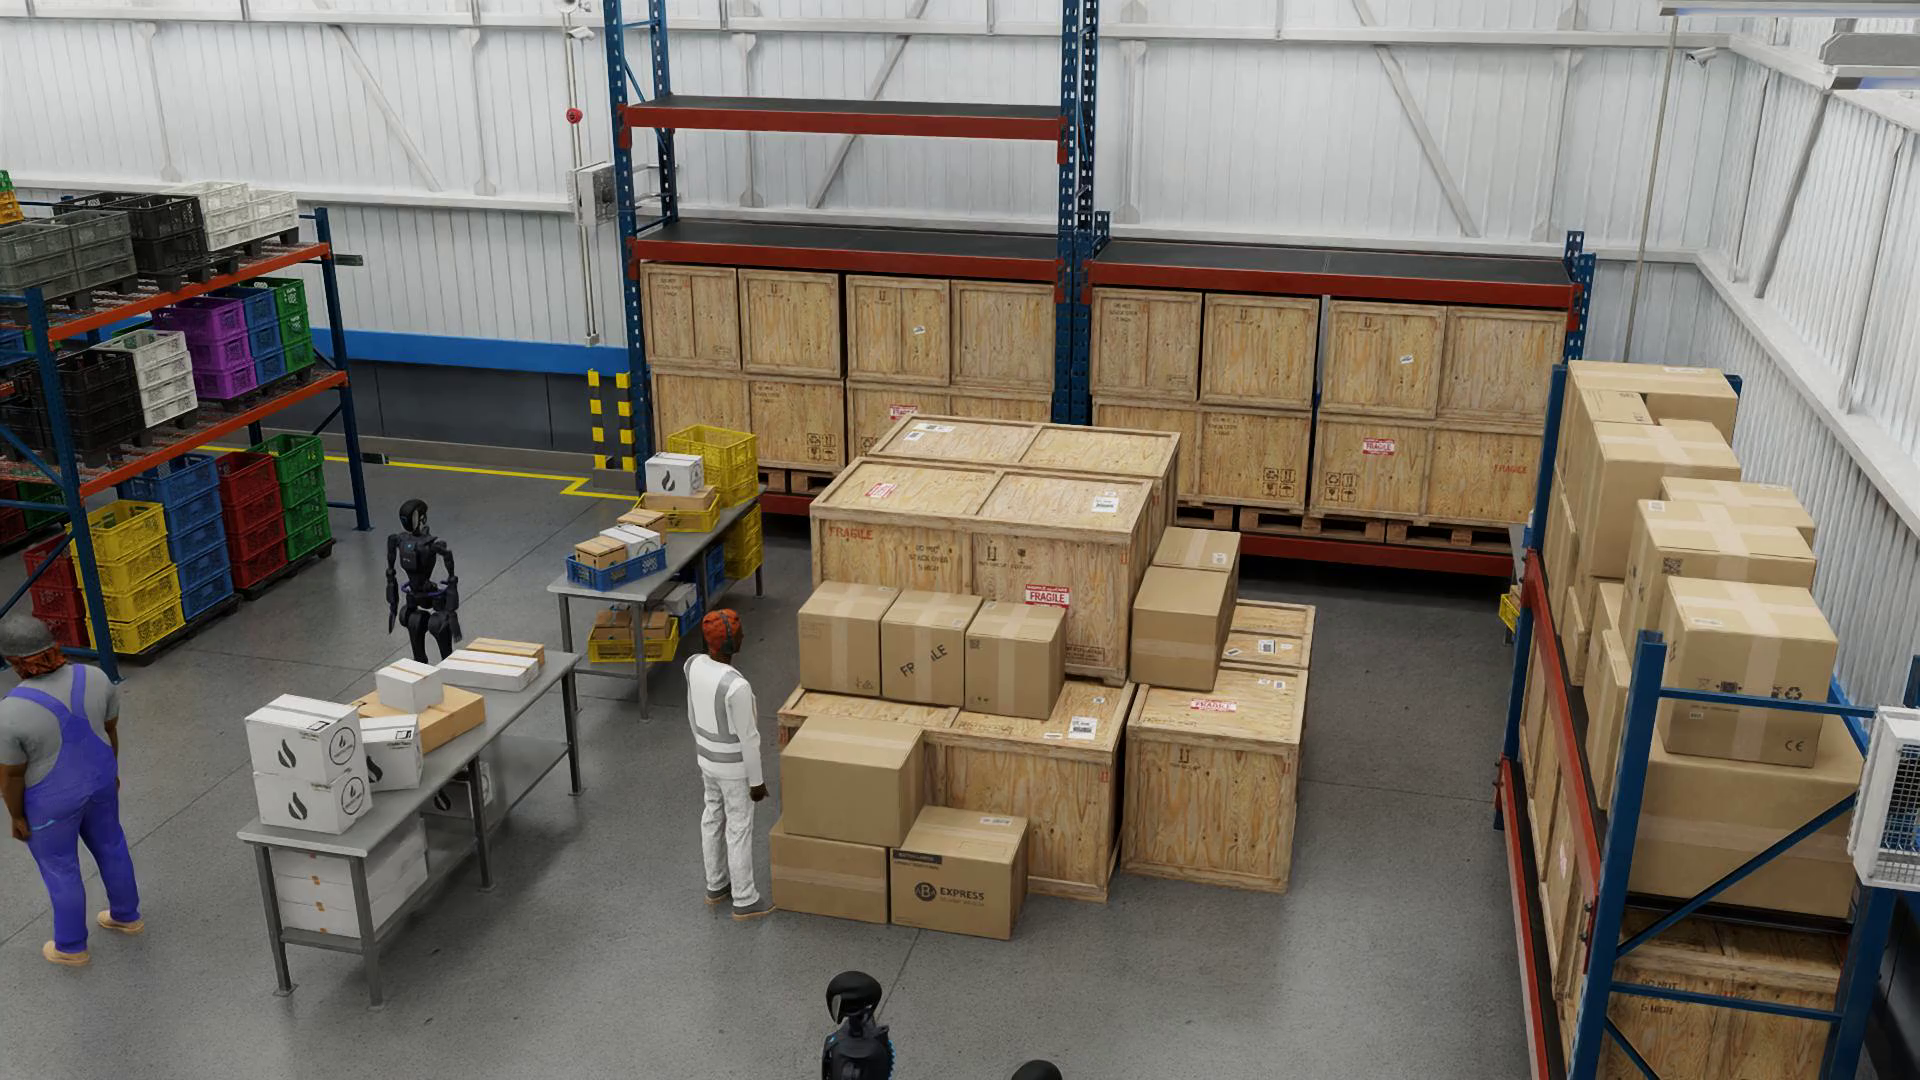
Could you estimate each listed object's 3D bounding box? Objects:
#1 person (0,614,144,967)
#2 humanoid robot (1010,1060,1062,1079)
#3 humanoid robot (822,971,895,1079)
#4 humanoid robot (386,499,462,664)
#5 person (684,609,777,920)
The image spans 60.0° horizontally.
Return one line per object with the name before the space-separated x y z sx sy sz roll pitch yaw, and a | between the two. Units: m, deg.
person | -4.914 1.335 9.073 0.536 2.000 0.679 11 23 26
humanoid robot | 0.260 2.630 6.168 0.312 1.660 0.608 -7 22 -18
humanoid robot | -0.410 2.442 6.663 0.324 1.658 0.601 1 21 2
humanoid robot | -3.777 0.499 11.747 0.600 1.657 0.330 6 22 15
person | -1.308 1.271 9.461 0.356 1.882 0.574 -18 28 -40
